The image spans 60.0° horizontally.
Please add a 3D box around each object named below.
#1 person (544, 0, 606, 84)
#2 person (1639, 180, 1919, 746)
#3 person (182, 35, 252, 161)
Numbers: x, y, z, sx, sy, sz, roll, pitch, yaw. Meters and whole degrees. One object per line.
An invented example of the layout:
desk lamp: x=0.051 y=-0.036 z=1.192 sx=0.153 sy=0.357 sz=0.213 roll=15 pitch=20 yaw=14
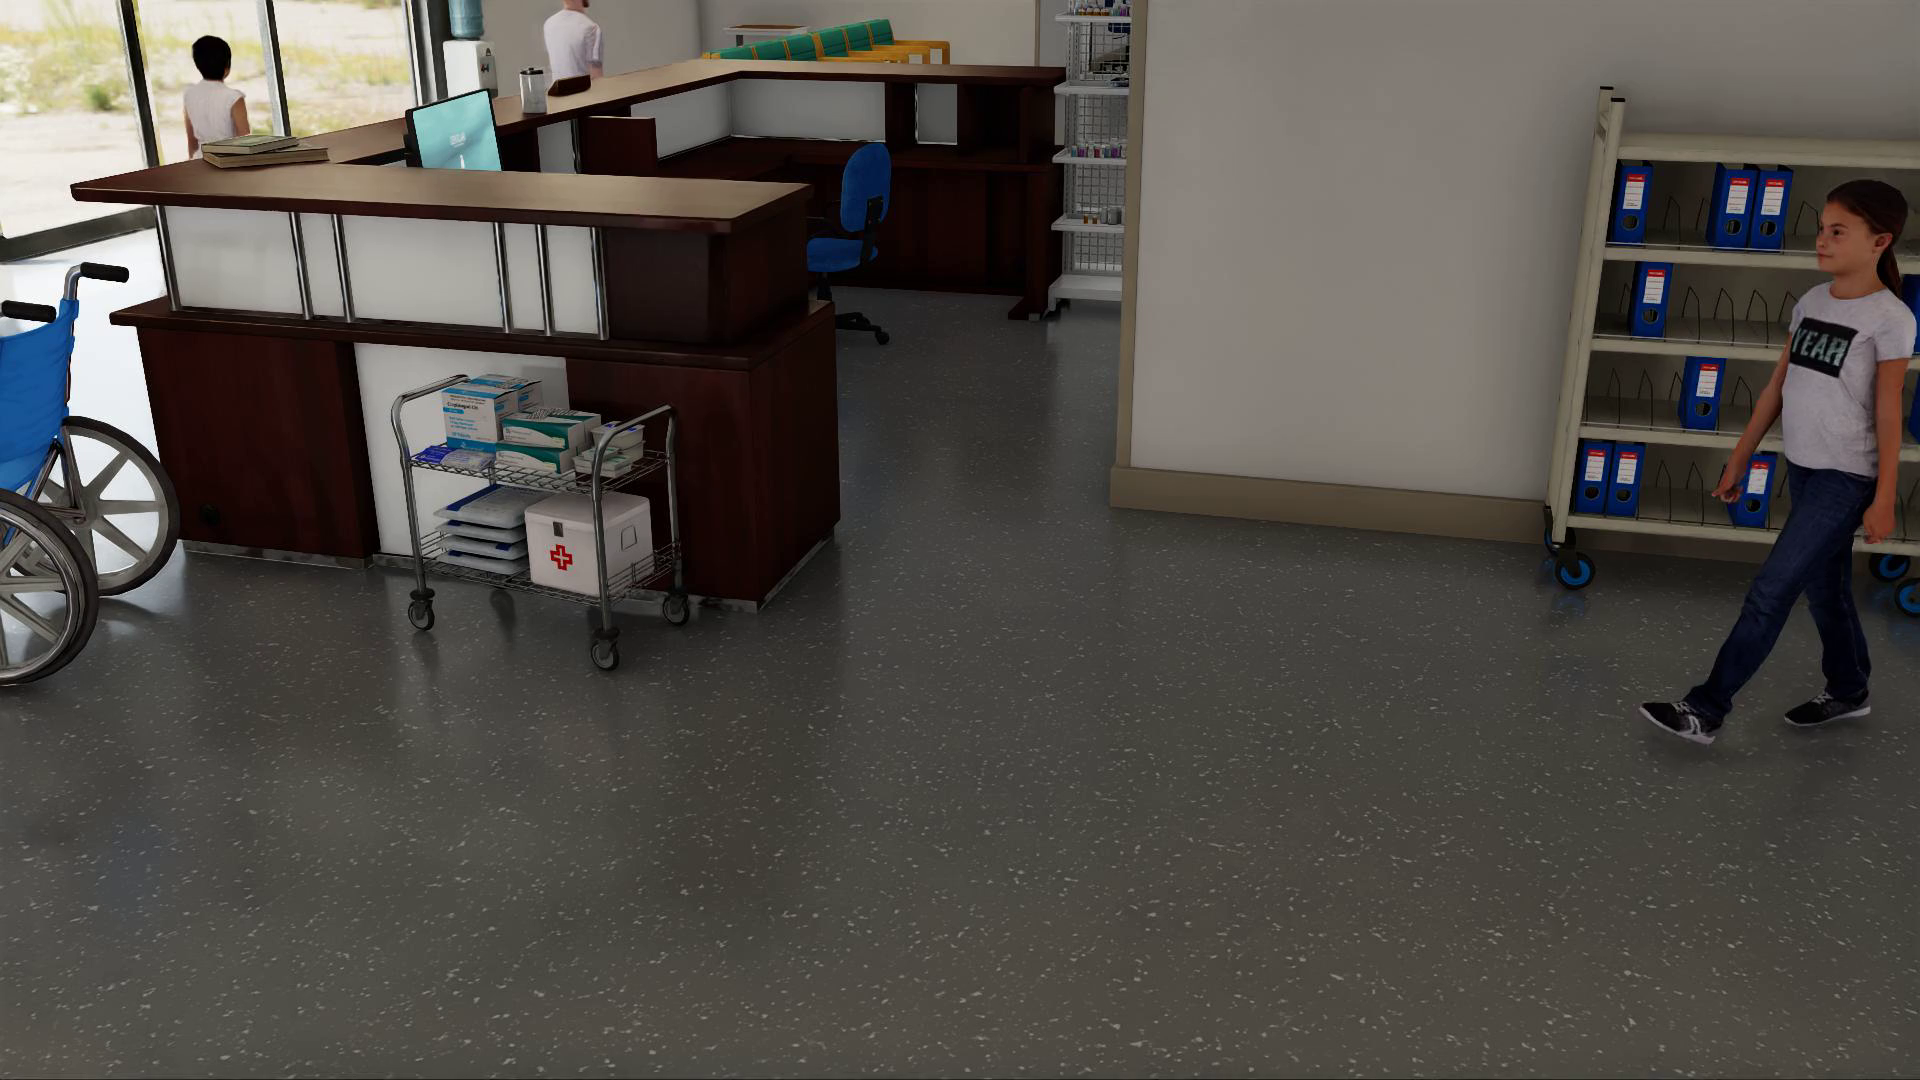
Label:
person: x=-2.523 y=-2.812 z=10.996 sx=0.655 sy=1.831 sz=0.790 roll=15 pitch=26 yaw=35
person: x=2.391 y=-0.172 z=4.455 sx=1.069 sy=1.526 sz=0.824 roll=-4 pitch=21 yaw=-10
person: x=-4.095 y=-1.969 z=9.178 sx=0.753 sy=1.542 sz=0.709 roll=3 pitch=21 yaw=7
